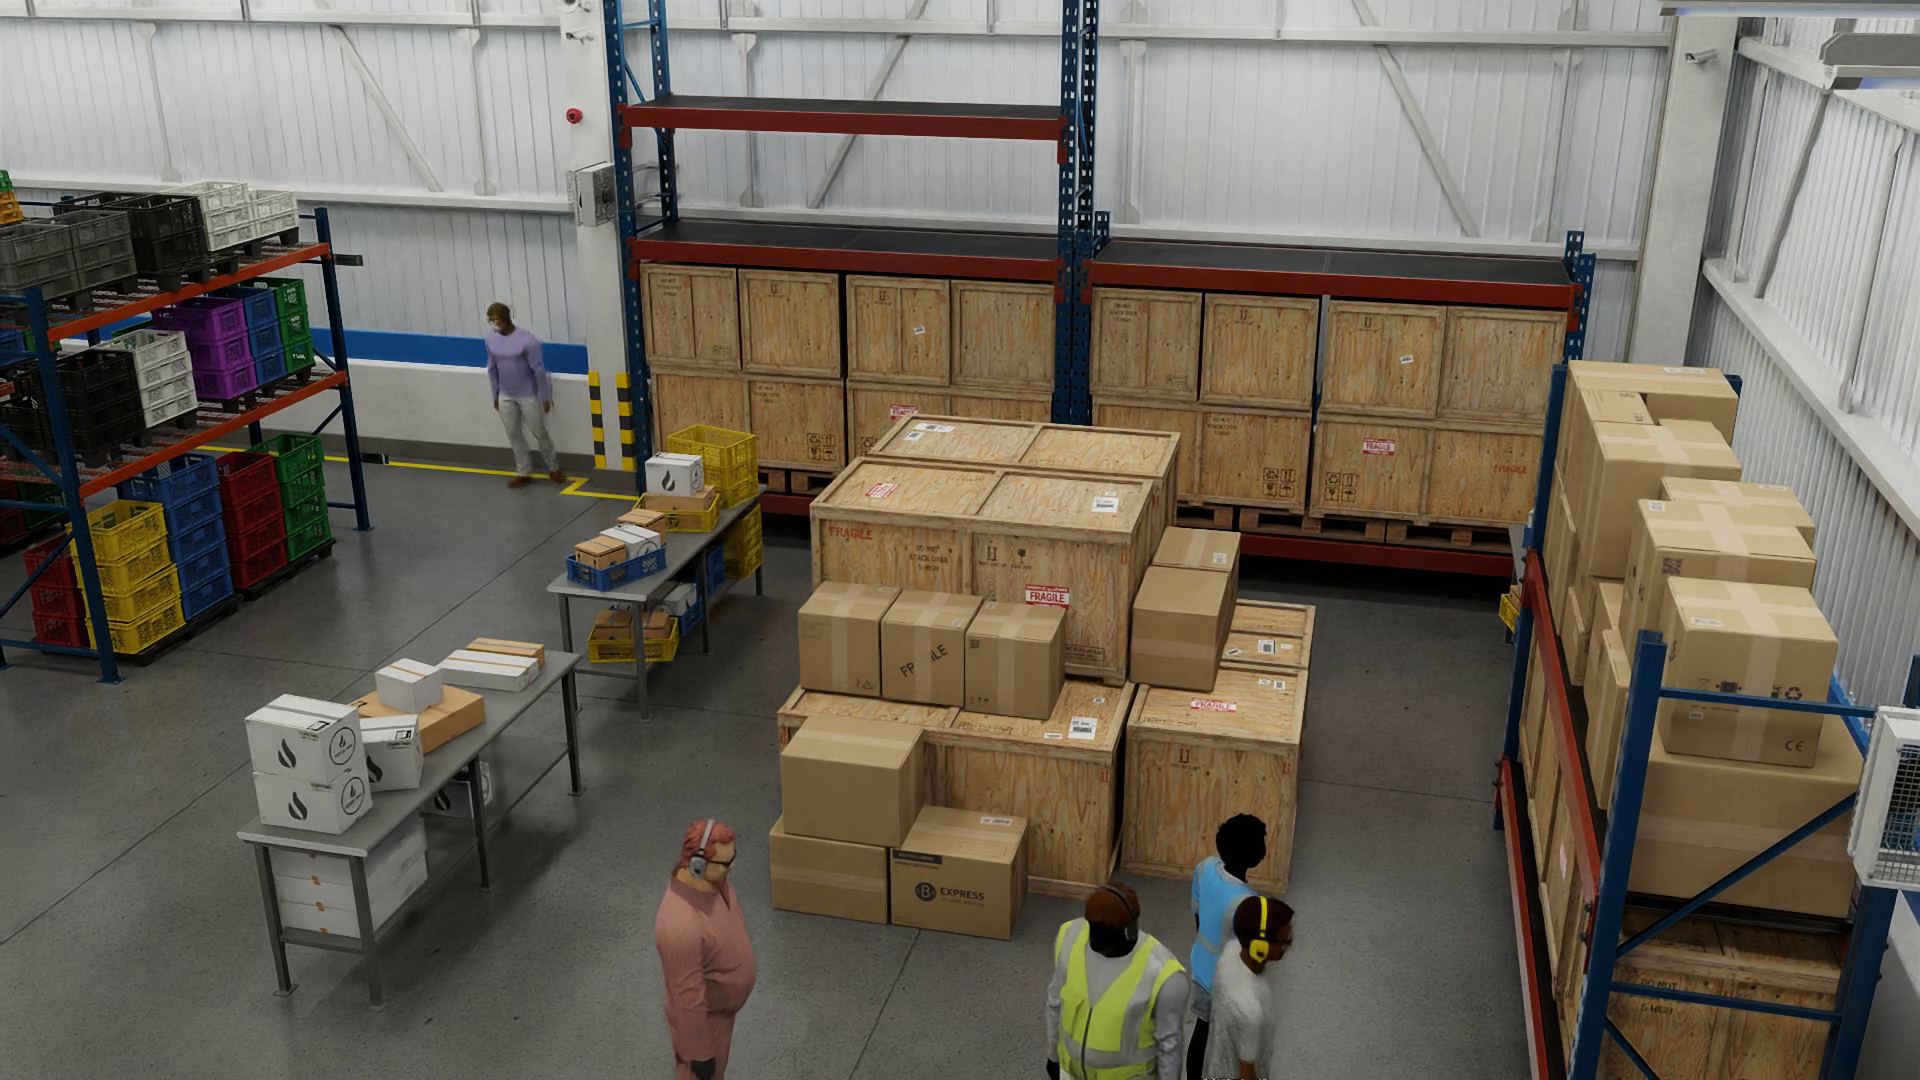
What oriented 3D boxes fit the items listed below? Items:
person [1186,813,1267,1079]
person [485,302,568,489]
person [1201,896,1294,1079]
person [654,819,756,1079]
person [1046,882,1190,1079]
[{"bbox_3d":[1.247,2.030,7.712,0.317,1.695,0.540,-7,22,-19],"label":"person"},{"bbox_3d":[-4.332,-1.452,16.553,0.688,1.908,0.611,8,22,20],"label":"person"},{"bbox_3d":[1.174,2.269,6.868,0.349,1.869,0.538,-1,21,-3],"label":"person"},{"bbox_3d":[-1.089,2.077,7.309,0.402,1.902,0.639,0,21,1],"label":"person"},{"bbox_3d":[0.630,2.236,6.990,0.643,1.834,0.430,15,26,34],"label":"person"}]
